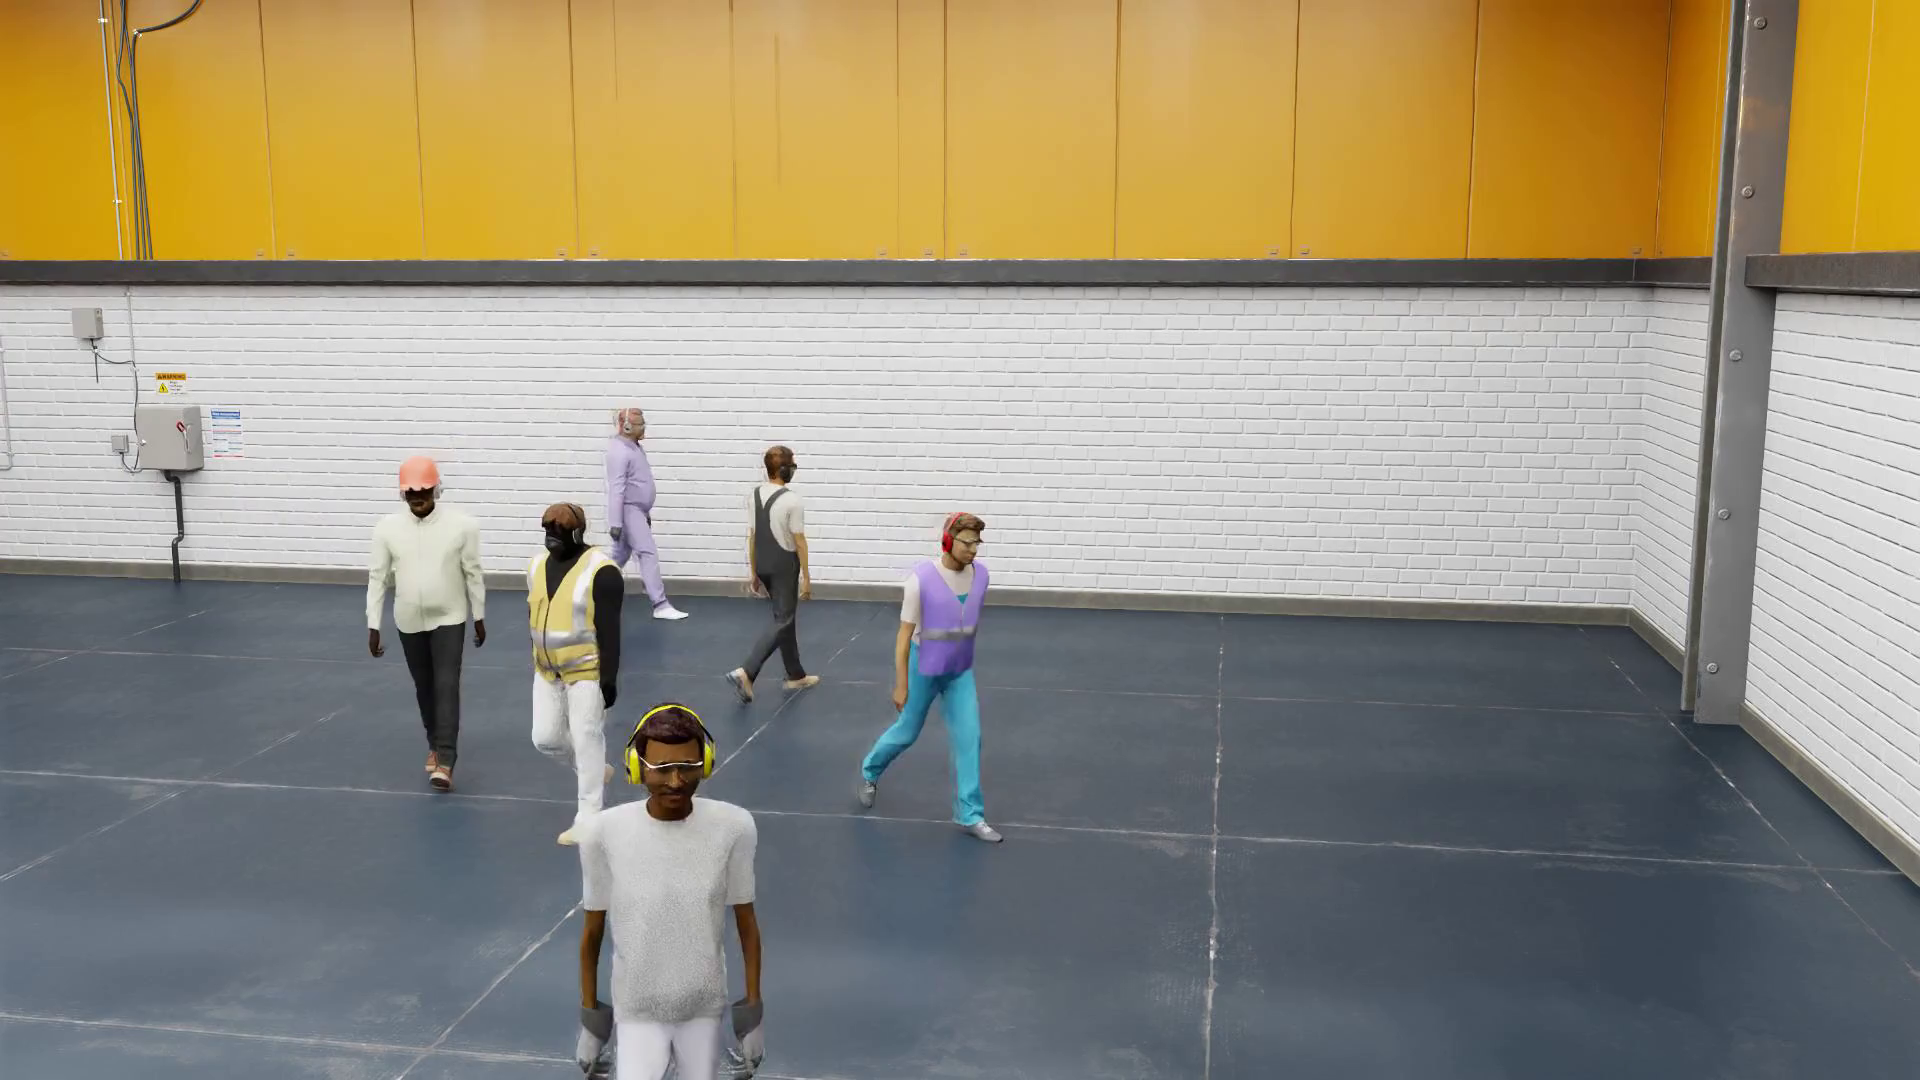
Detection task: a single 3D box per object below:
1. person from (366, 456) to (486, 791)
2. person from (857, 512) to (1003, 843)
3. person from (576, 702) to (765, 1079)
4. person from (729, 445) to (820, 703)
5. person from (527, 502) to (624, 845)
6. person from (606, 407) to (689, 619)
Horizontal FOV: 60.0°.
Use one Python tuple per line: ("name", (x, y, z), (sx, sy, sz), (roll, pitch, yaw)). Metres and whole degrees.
("person", (-3.151, 0.487, 9.762), (0.658, 1.942, 0.996), (-1, 9, -7))
("person", (-0.179, 0.695, 9.058), (0.600, 1.781, 1.001), (-8, 12, -40))
("person", (-0.815, 1.364, 4.706), (0.511, 1.849, 0.425), (-3, 10, -19))
("person", (-1.319, 0.237, 11.748), (0.516, 1.817, 0.844), (8, 12, 40))
("person", (-2.041, 0.691, 8.910), (0.632, 1.829, 0.520), (5, 10, 28))
("person", (-2.899, -0.232, 14.478), (0.969, 1.867, 0.656), (0, 9, -1))
